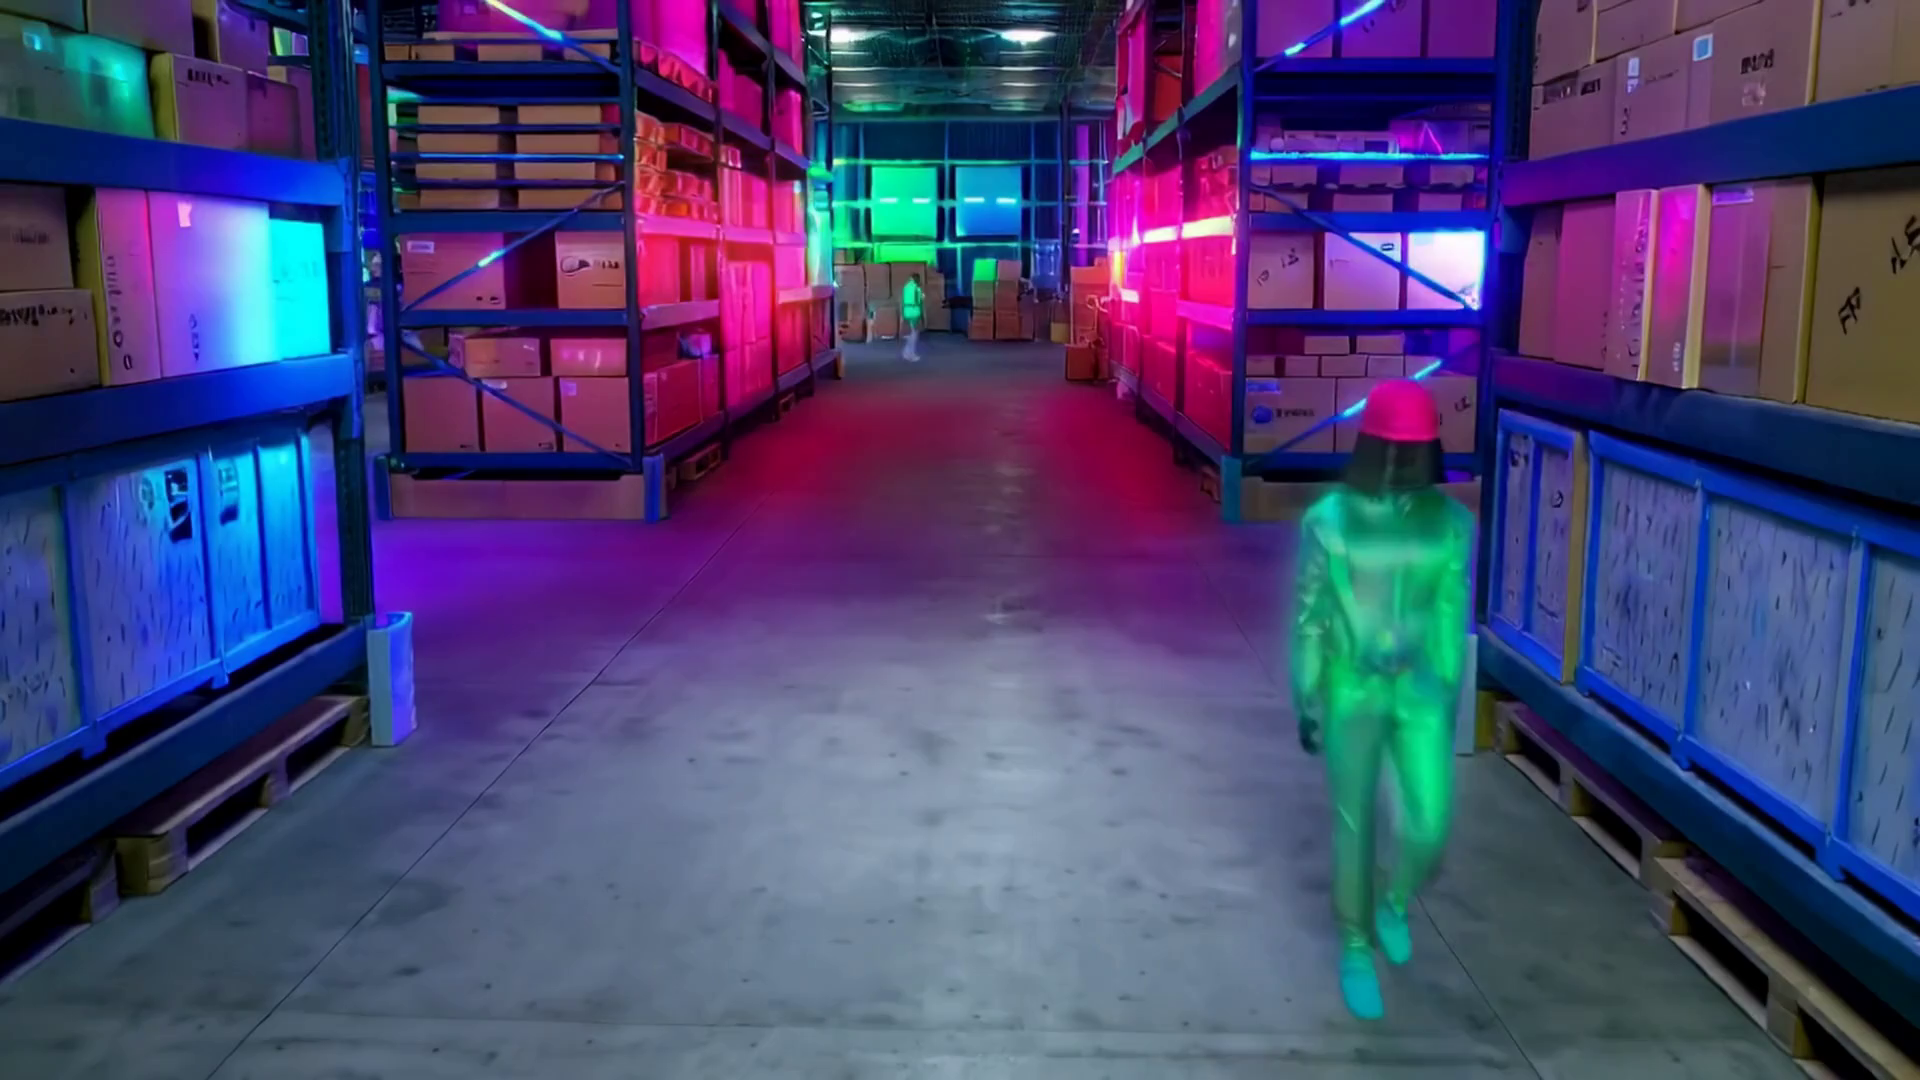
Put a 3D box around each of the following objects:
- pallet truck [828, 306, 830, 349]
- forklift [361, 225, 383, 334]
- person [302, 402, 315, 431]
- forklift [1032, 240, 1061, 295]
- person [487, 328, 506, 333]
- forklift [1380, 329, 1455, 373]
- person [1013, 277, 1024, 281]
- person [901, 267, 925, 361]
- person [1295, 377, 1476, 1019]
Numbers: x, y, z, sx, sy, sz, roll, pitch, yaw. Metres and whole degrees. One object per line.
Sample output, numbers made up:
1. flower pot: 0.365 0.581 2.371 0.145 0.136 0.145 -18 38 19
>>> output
1. pallet truck: -3.100 -3.940 29.800 1.885 1.965 0.823 3 10 19
2. forklift: -13.178 -5.332 35.499 1.129 2.768 1.873 0 9 1
3. person: -7.752 -2.273 20.097 0.550 1.913 0.866 1 9 3
4. forklift: 3.172 -9.648 61.356 1.129 2.768 1.873 0 9 1
5. person: -9.374 -4.378 33.353 0.547 1.681 0.539 5 11 28
6. forklift: 6.026 -3.359 23.680 1.873 2.768 1.129 0 9 1
7. person: 1.928 -8.331 56.488 0.834 1.878 0.640 7 12 37
8. person: -0.938 -4.640 34.197 0.574 1.923 0.413 8 12 39
9. person: 1.135 0.421 4.503 0.484 1.732 0.411 0 9 0
